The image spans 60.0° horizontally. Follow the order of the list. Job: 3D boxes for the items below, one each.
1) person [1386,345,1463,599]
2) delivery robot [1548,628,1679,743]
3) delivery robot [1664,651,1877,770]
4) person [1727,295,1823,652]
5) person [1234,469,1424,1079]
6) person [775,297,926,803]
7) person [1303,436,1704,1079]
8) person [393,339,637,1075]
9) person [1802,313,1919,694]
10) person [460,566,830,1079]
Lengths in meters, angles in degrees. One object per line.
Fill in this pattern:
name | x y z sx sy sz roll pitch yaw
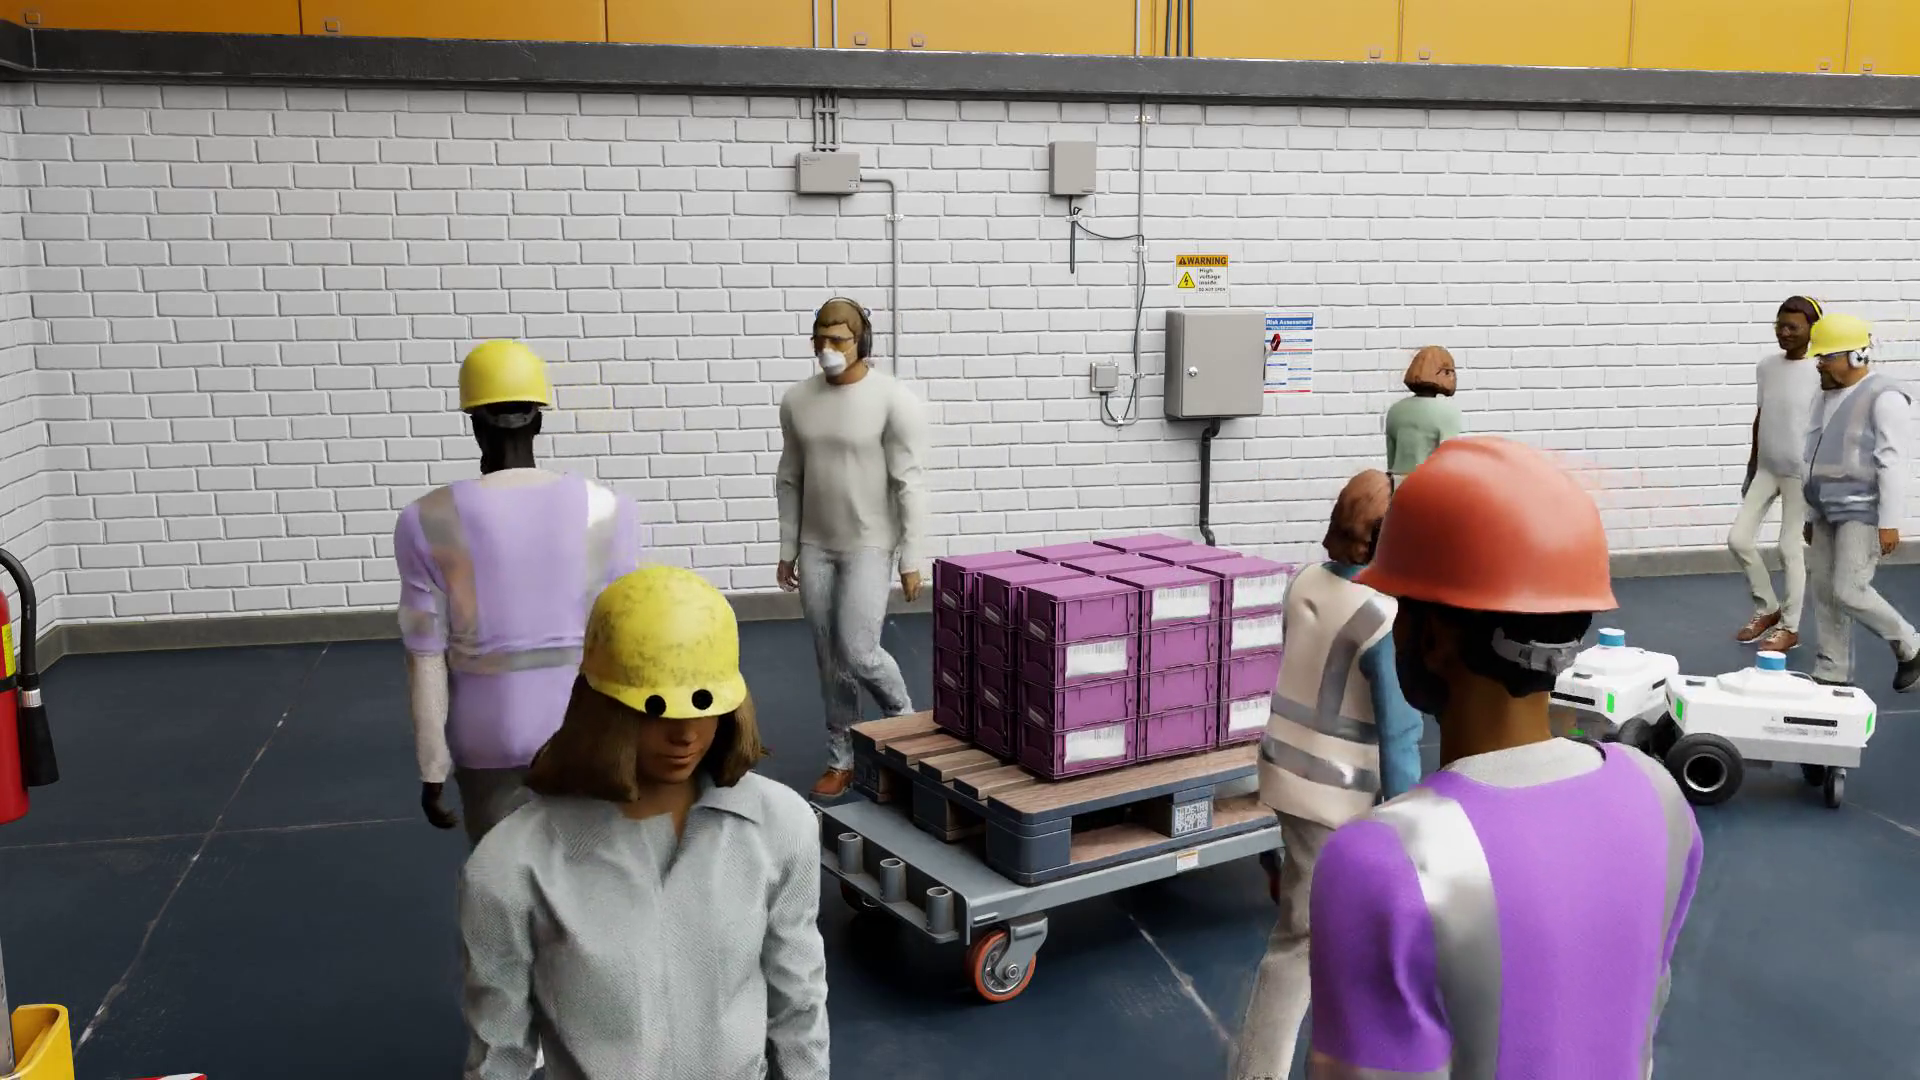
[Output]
person | 2.355 -0.158 8.277 0.656 1.604 0.516 -6 12 -30
delivery robot | 2.630 0.603 6.749 0.477 0.478 0.707 9 14 42
delivery robot | 3.094 0.670 6.377 0.707 0.478 0.477 3 11 17
person | 4.241 -0.327 8.577 0.440 1.851 0.549 -5 11 -26
person | 0.944 0.629 3.931 0.723 1.603 0.535 -3 11 -15
person | -0.425 0.045 6.331 0.628 1.926 0.452 7 12 33
person | 0.608 0.848 1.868 0.550 1.921 0.569 -6 12 -28
person | -1.027 0.469 4.033 0.601 1.897 0.723 -5 11 -27
person | 4.128 -0.130 7.638 0.603 1.799 0.631 -1 10 -4
person | -0.398 0.876 2.236 0.482 1.725 0.379 -7 12 -33
